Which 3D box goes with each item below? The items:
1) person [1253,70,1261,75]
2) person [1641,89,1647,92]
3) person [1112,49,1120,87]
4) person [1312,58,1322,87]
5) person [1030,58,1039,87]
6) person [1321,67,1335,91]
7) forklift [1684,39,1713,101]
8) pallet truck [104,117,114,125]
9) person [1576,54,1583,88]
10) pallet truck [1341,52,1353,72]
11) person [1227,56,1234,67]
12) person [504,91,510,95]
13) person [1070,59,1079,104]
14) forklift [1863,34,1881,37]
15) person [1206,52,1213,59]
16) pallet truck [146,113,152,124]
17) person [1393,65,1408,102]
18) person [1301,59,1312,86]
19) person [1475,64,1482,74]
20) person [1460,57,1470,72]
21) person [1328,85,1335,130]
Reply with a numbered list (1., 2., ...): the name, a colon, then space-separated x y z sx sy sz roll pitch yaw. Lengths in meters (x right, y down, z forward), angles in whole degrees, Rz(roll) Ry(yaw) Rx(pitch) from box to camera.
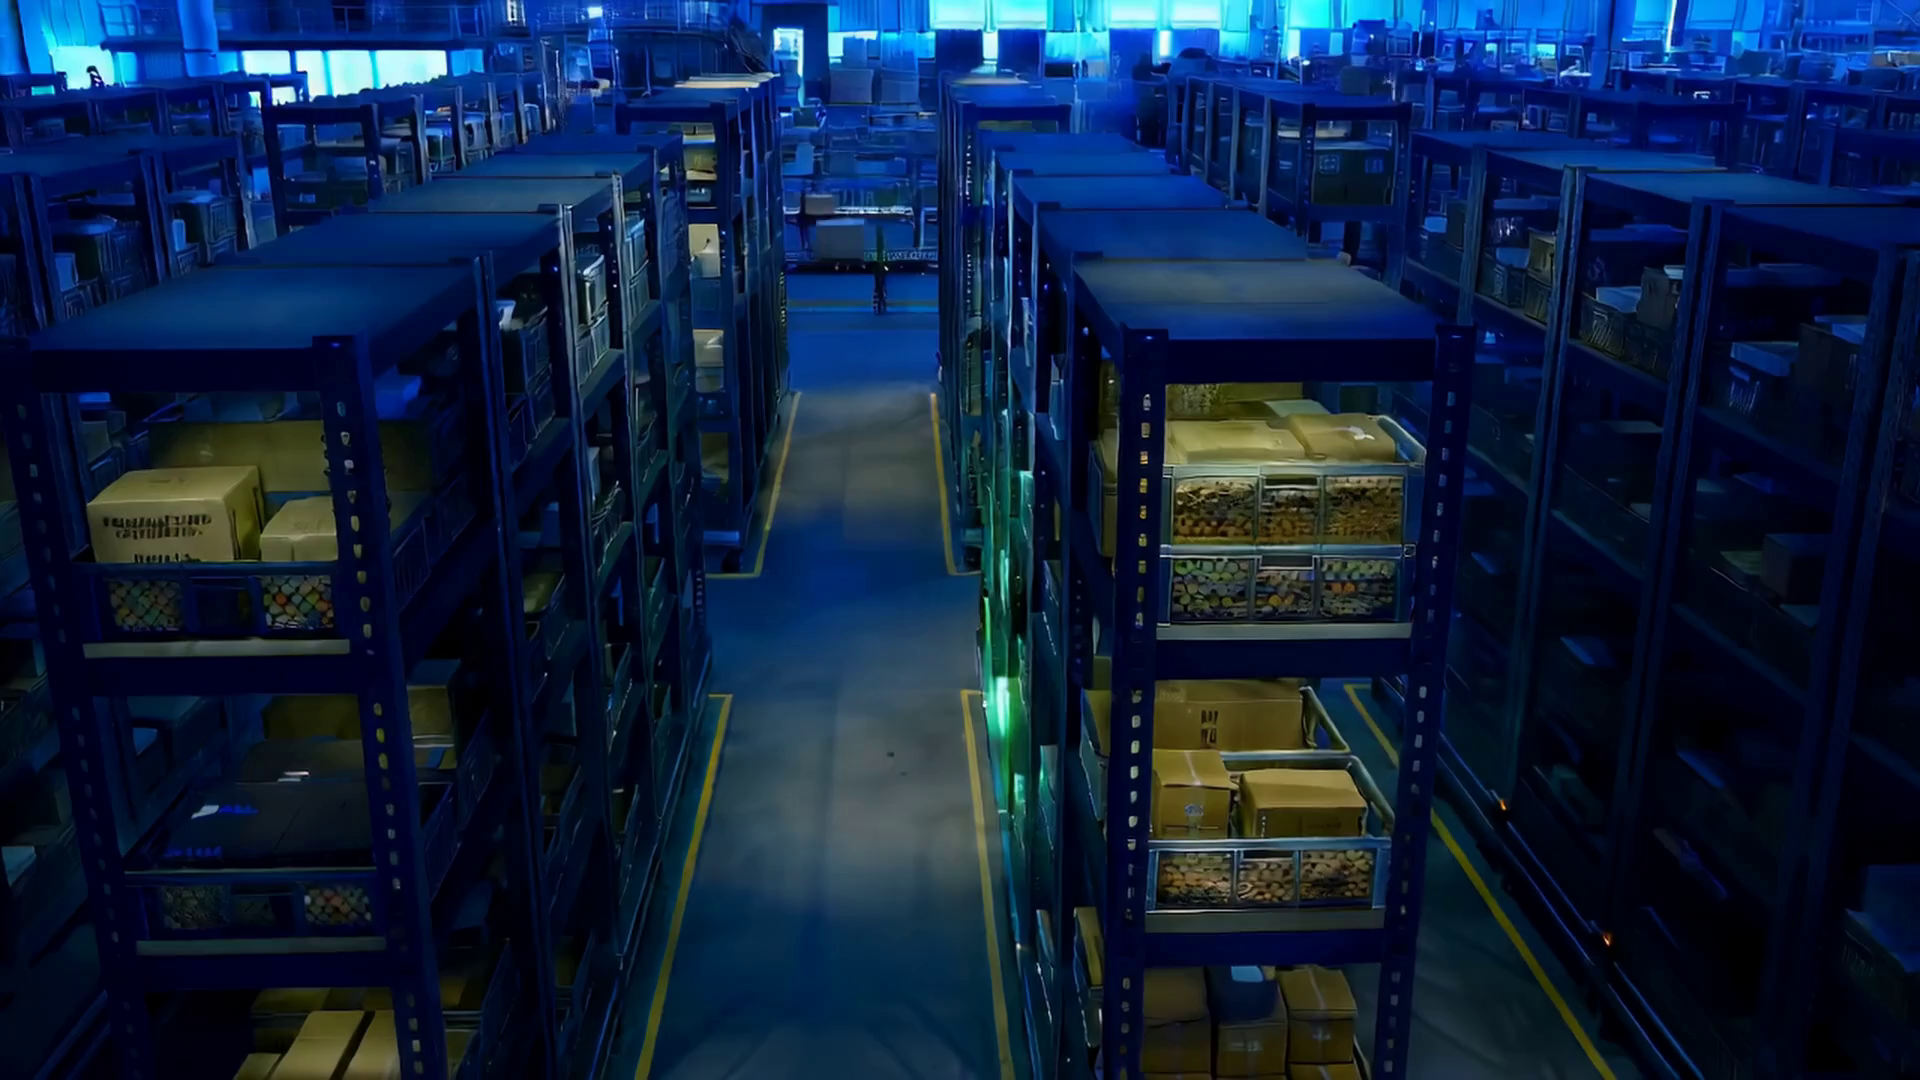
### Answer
1. person: 10.572 -15.771 59.485 0.388 1.992 0.625 -12 21 -32
2. person: 21.437 -13.315 52.324 0.535 1.726 0.842 -2 18 -7
3. person: 8.322 -25.133 88.530 0.392 1.946 0.616 -6 19 -17
4. person: 17.771 -23.190 82.972 0.812 1.643 0.557 -9 20 -27
5. person: 3.328 -20.833 75.274 0.481 1.925 0.629 -3 18 -9
6. person: 14.473 -17.655 65.475 0.592 1.889 0.558 -14 22 -36
7. forklift: 30.924 -19.625 69.994 1.129 2.768 1.873 -1 18 -2
8. pallet truck: -18.367 -7.885 35.078 1.885 1.965 0.823 1 18 2
9. person: 30.595 -22.938 81.791 0.394 1.926 0.590 -5 19 -15
10. pallet truck: 18.794 -23.123 82.231 0.823 1.965 1.885 -13 22 -35
11. person: 13.618 -23.666 84.336 0.493 1.727 0.383 2 18 6
12. person: -17.317 -16.999 63.475 0.417 1.868 0.601 -12 22 -34
13. person: 5.037 -20.205 73.328 0.382 1.925 0.545 0 18 -1
14. forklift: 44.131 -23.197 81.047 1.129 2.768 1.873 -1 18 -2
15. person: 13.140 -24.757 87.566 0.429 1.832 0.628 -9 20 -26
16. pallet truck: -18.087 -8.309 36.390 1.885 1.965 0.823 -1 18 -4
17. person: 16.990 -17.178 63.767 0.924 2.000 0.707 9 20 27
18. person: 15.674 -20.795 75.253 0.505 1.862 0.331 8 20 24
19. person: 21.117 -18.545 68.257 0.924 1.881 0.599 -2 18 -6
20. person: 23.902 -21.959 78.905 0.506 1.826 0.488 -1 18 -5
21. person: 12.166 -14.036 54.558 0.528 1.723 0.909 2 18 5
